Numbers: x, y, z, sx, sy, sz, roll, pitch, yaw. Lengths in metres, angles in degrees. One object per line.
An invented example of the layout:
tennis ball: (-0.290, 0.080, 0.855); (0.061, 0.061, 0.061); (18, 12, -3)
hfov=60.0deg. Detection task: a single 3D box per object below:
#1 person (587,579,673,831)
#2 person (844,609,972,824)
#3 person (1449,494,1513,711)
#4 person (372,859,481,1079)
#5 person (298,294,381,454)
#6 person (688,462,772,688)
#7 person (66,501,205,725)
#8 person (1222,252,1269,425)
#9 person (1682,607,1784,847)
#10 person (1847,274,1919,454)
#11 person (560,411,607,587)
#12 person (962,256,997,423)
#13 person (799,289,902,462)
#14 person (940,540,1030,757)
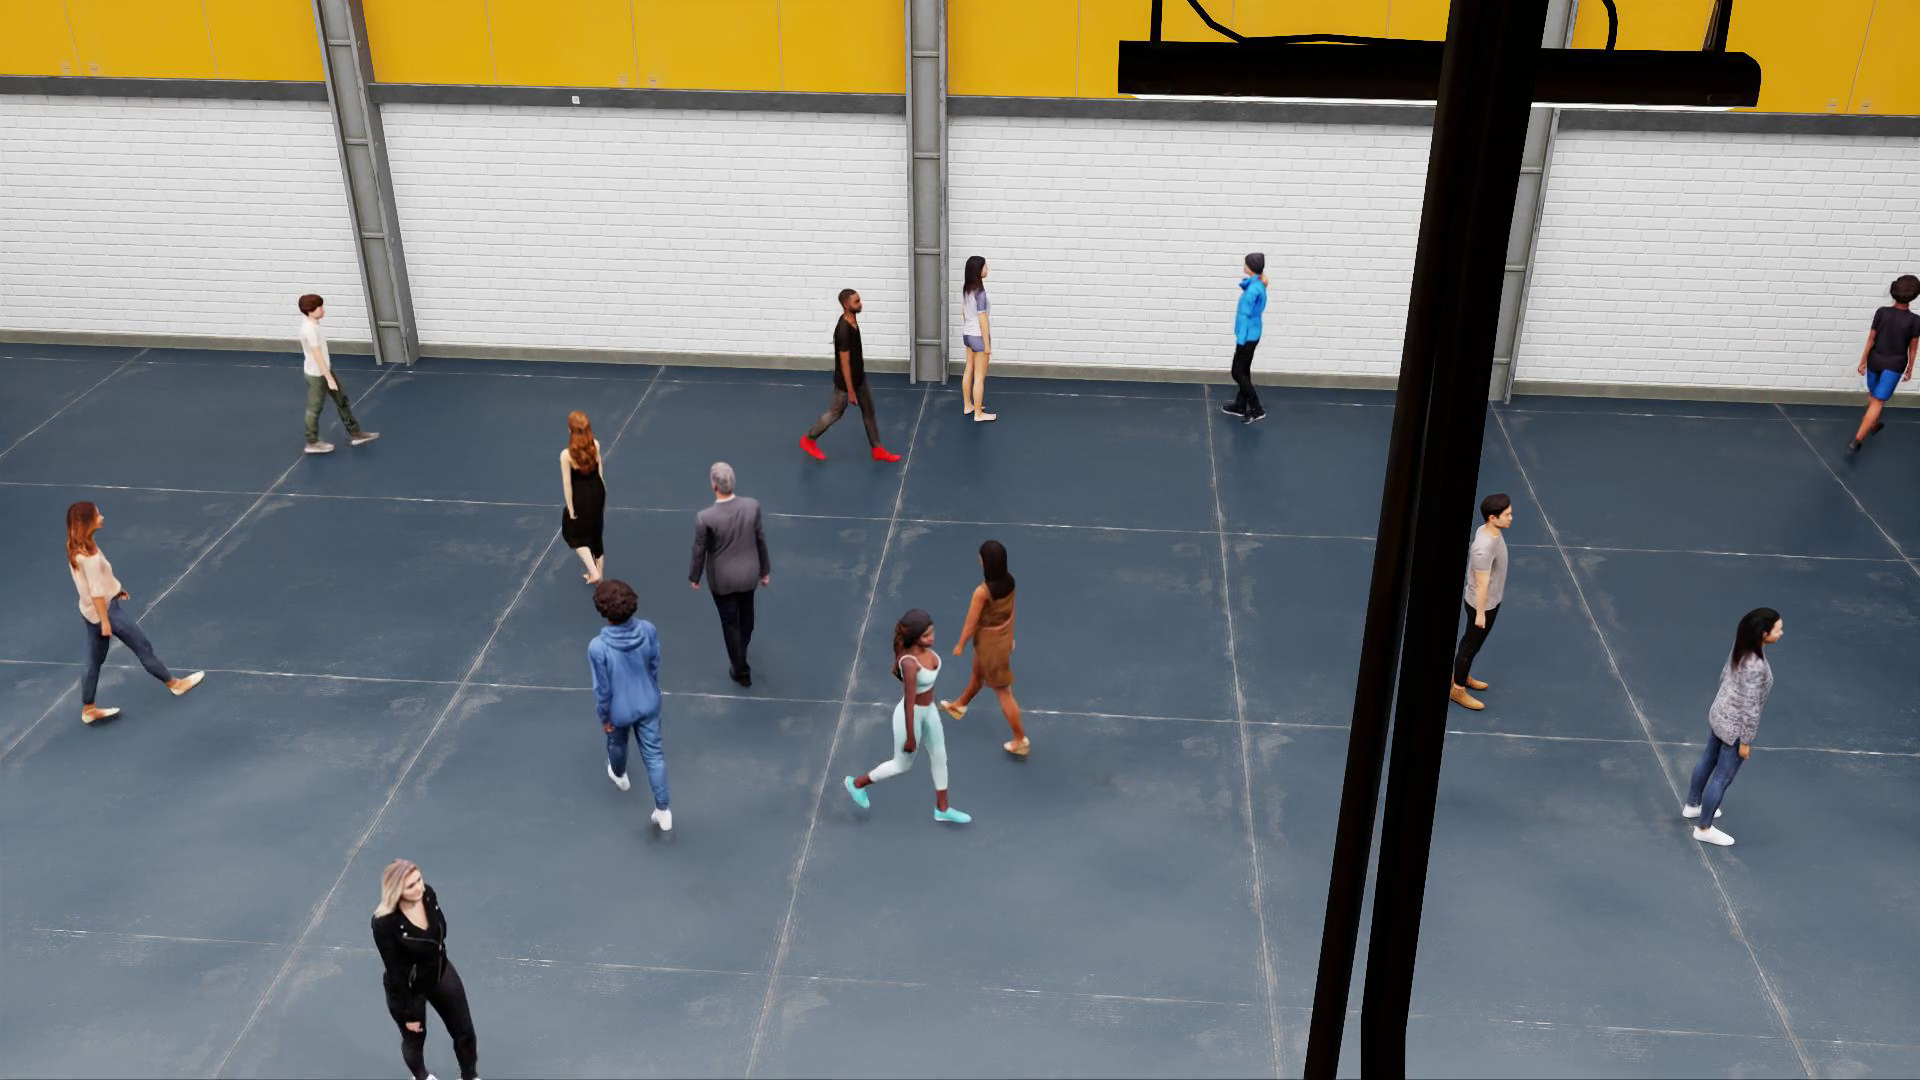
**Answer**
person: (-2.153, 1.124, 11.065); (1.201, 1.772, 1.132); (-15, 32, -25)
person: (-0.368, 1.192, 11.022); (1.136, 1.693, 0.728); (7, 29, 13)
person: (3.891, 0.424, 12.400); (0.625, 1.723, 0.667); (11, 31, 20)
person: (-2.965, 2.365, 8.900); (0.900, 1.668, 0.803); (17, 33, 28)
person: (-6.327, -1.600, 16.214); (1.011, 1.625, 0.750); (-5, 29, -9)
person: (-1.685, 0.292, 12.542); (1.072, 1.819, 1.105); (-15, 32, -25)
person: (-6.335, 0.565, 12.120); (1.156, 1.743, 1.077); (-21, 35, -33)
person: (2.955, -2.033, 16.833); (0.811, 1.792, 0.744); (11, 30, 19)
person: (5.104, 1.194, 10.981); (0.515, 1.731, 0.619); (3, 29, 6)
person: (9.003, -1.679, 16.214); (1.177, 1.762, 1.155); (-25, 37, -37)
person: (-3.071, -0.300, 13.846); (0.748, 1.611, 0.809); (-24, 37, -37)
person: (0.171, -2.066, 16.953); (0.672, 1.734, 0.661); (-13, 31, -23)
person: (-1.169, -1.536, 15.947); (1.267, 1.766, 0.759); (6, 29, 11)
person: (0.298, 0.810, 11.776); (1.126, 1.643, 0.880); (17, 33, 28)
